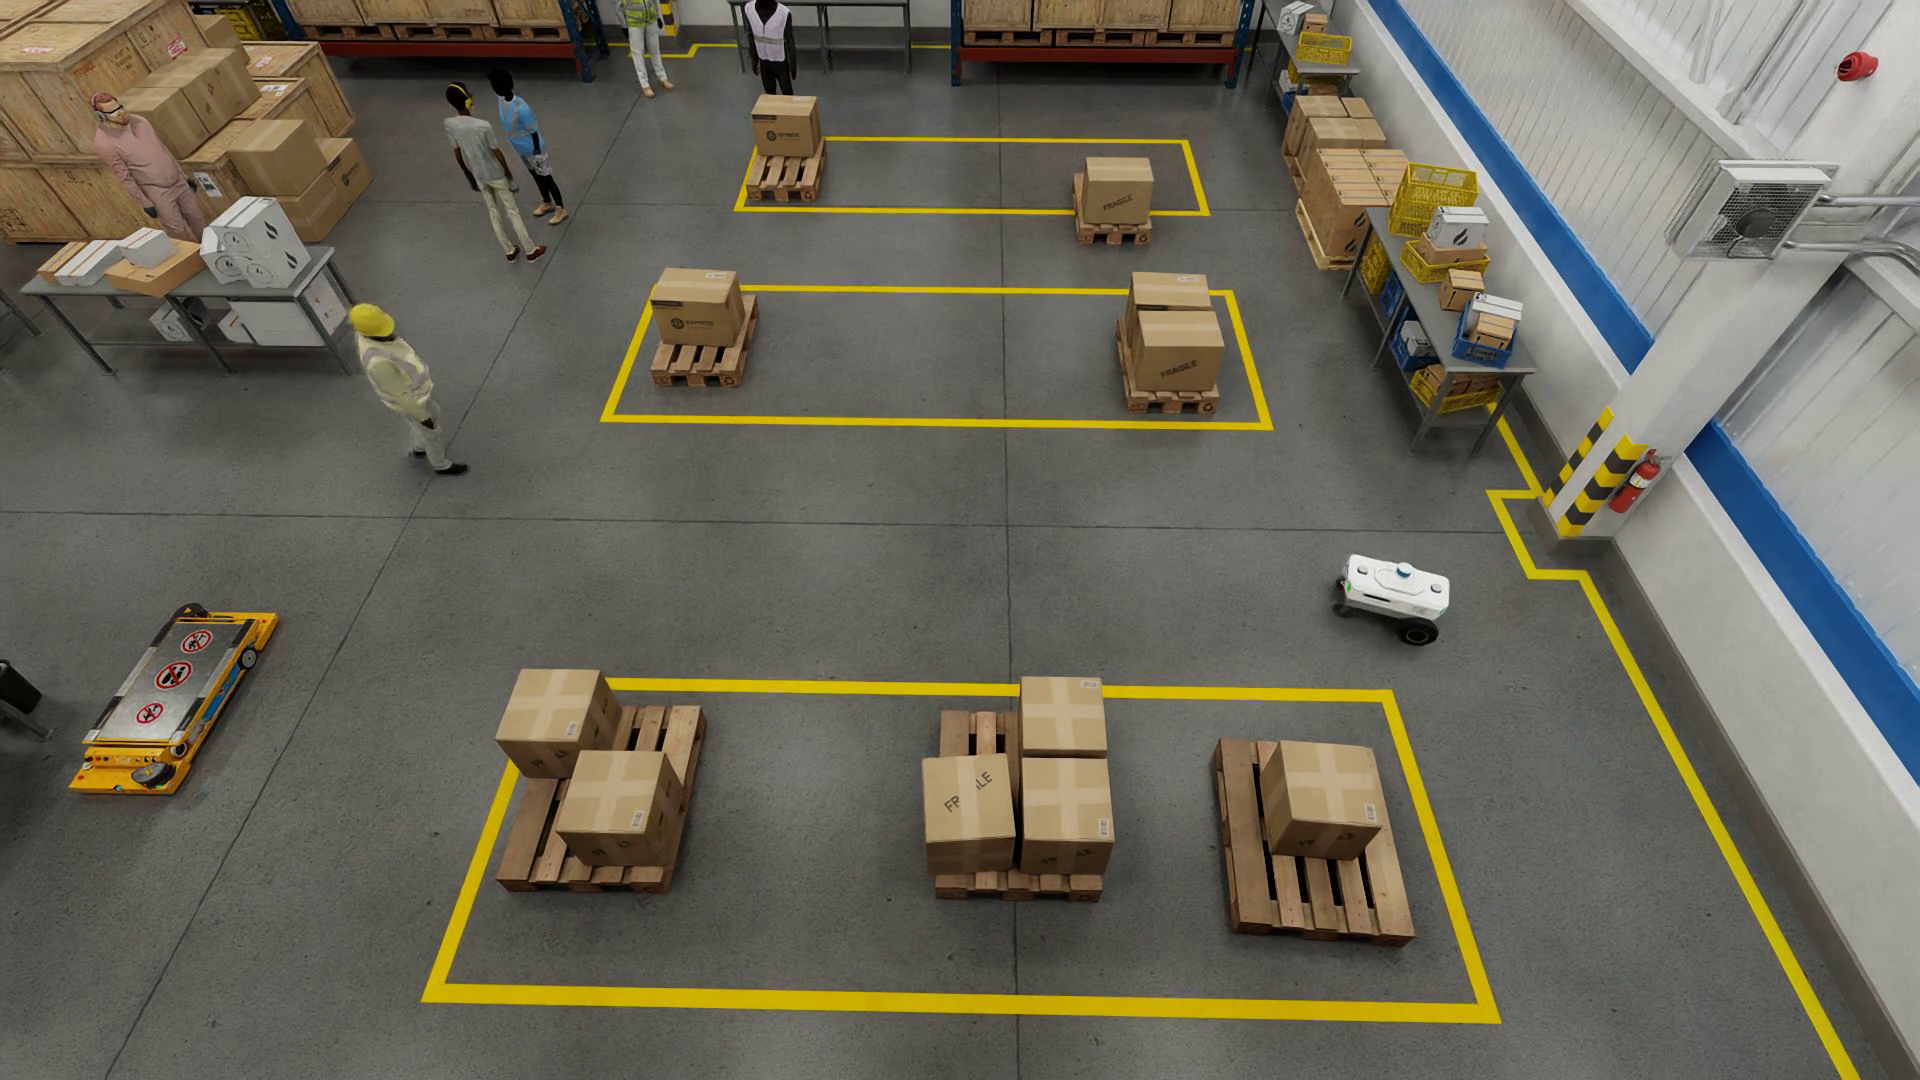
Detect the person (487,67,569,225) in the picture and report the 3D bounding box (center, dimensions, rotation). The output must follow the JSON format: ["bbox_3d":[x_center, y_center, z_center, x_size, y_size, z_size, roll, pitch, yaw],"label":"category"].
[{"bbox_3d":[-4.748,-4.312,10.070,0.529,1.694,0.321,34,58,25],"label":"person"}]

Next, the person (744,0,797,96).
[{"bbox_3d":[-2.283,-5.914,11.290,0.585,1.912,0.388,12,51,10],"label":"person"}]

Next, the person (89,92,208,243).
[{"bbox_3d":[-8.067,-3.567,9.304,0.405,1.906,0.653,7,50,6],"label":"person"}]

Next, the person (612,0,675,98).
[{"bbox_3d":[-4.238,-6.906,12.171,0.429,1.844,0.627,36,59,27],"label":"person"}]

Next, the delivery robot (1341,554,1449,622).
[{"bbox_3d":[3.221,0.354,6.805,0.707,0.478,0.477,15,51,13],"label":"delivery robot"}]

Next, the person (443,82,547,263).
[{"bbox_3d":[-4.868,-3.764,9.493,0.521,1.873,0.336,4,50,4],"label":"person"}]

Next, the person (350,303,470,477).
[{"bbox_3d":[-4.446,-1.168,7.352,0.490,1.789,0.658,-21,53,-17],"label":"person"}]

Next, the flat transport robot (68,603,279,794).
[{"bbox_3d":[-5.504,1.072,6.442,0.652,0.197,1.431,1,50,1],"label":"flat transport robot"}]
